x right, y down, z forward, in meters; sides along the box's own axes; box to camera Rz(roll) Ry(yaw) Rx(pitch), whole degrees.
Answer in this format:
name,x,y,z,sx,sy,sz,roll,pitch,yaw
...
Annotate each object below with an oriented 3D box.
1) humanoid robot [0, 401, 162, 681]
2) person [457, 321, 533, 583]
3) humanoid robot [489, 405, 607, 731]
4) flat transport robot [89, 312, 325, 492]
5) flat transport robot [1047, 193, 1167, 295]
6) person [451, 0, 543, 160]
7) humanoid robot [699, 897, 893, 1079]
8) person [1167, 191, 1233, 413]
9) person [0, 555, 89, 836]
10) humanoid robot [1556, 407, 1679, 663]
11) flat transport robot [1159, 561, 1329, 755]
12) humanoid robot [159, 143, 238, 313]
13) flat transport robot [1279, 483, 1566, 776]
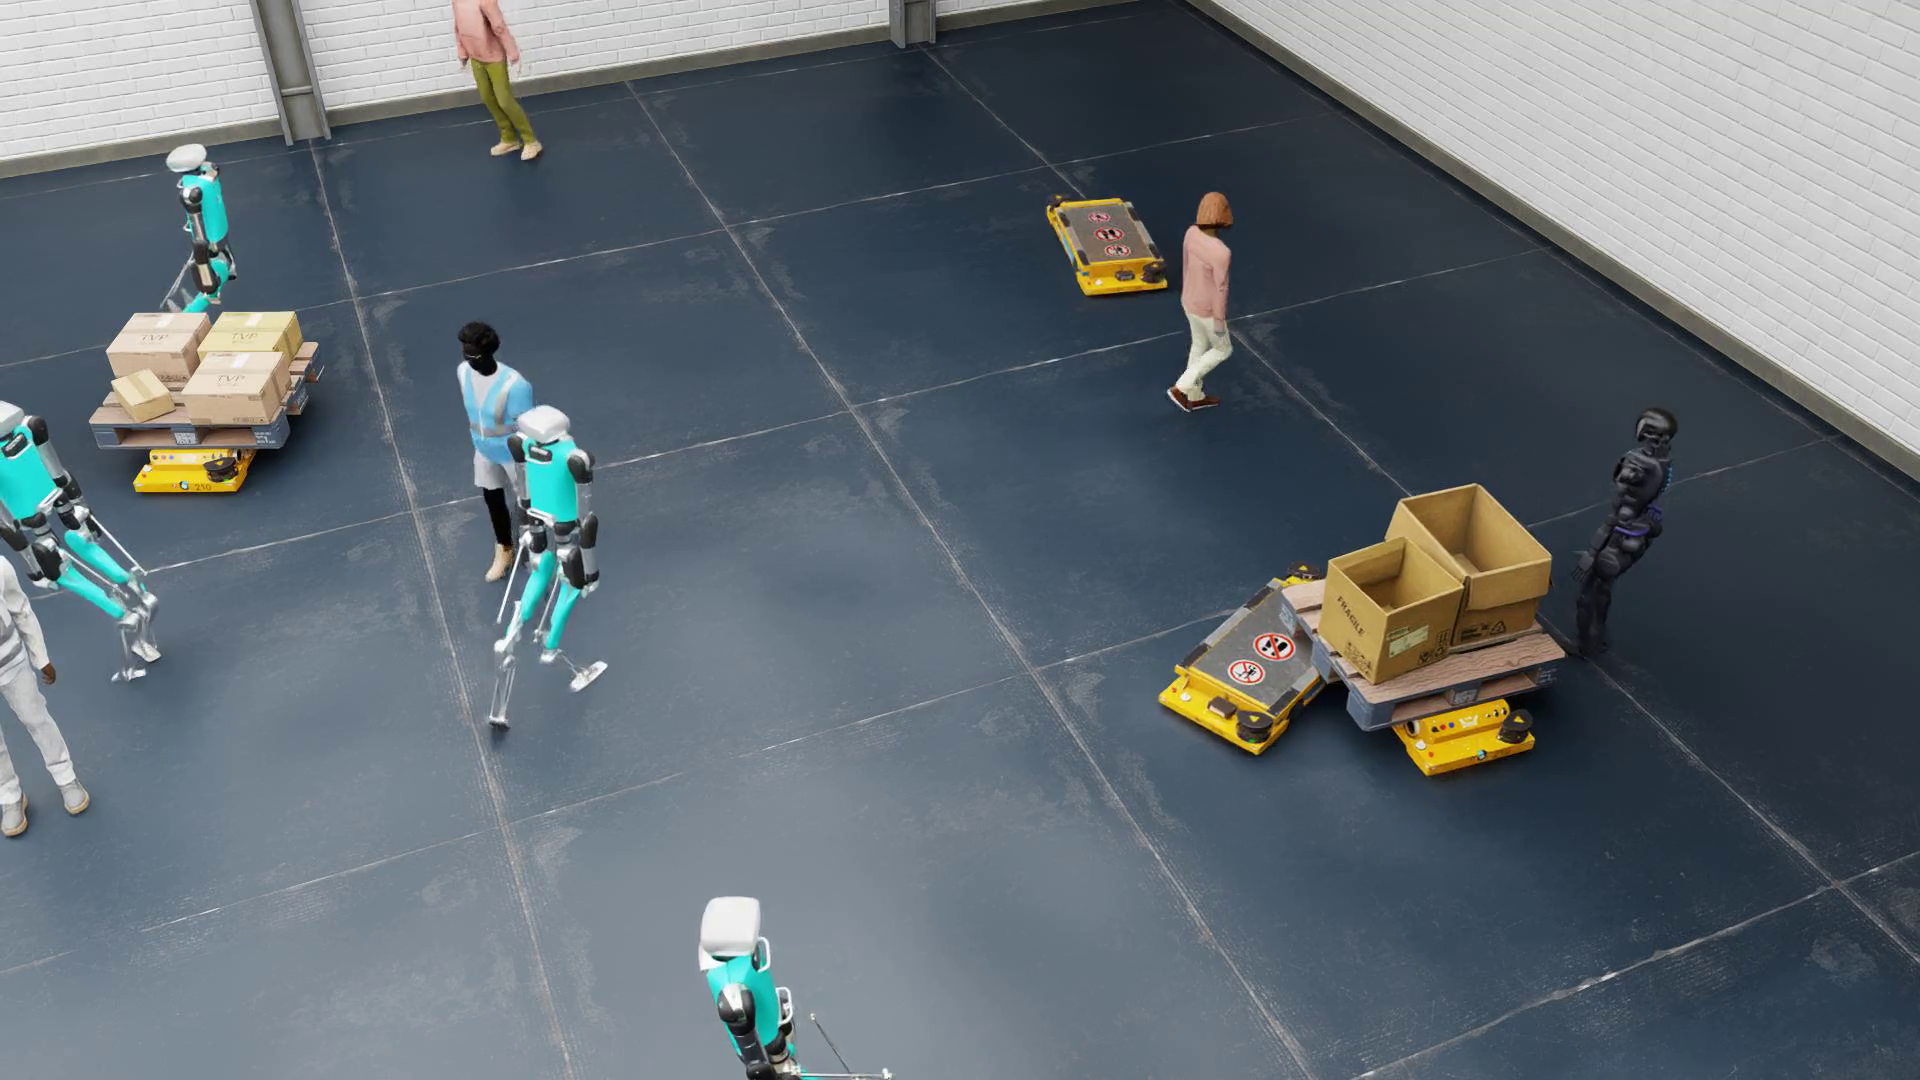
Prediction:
name,x,y,z,sx,sy,sz,roll,pitch,yaw
humanoid robot,-4.721,0.057,8.980,0.709,1.761,0.541,9,38,11
person,-2.672,-0.589,9.882,0.535,1.672,0.708,16,40,20
humanoid robot,-2.294,0.257,8.776,0.564,1.796,0.960,20,42,24
flat transport robot,-5.036,-0.806,11.322,0.659,0.231,1.431,0,38,0
flat transport robot,1.169,-2.405,13.404,0.659,0.231,1.431,-6,38,-8
person,-4.106,-4.198,14.483,0.585,1.795,0.410,23,43,27
humanoid robot,-0.565,2.009,6.476,1.028,1.737,0.538,-6,38,-8
person,1.648,-1.571,11.206,0.398,1.609,0.526,-13,40,-17
person,-4.746,0.642,8.115,0.573,1.881,0.356,-18,41,-22
humanoid robot,3.621,-0.008,9.128,0.326,1.654,0.598,31,47,33
flat transport robot,1.808,0.641,9.439,0.659,0.231,1.431,27,45,31
humanoid robot,-5.301,-1.859,11.491,0.679,1.785,0.542,-3,38,-3
flat transport robot,2.551,0.714,9.345,0.659,0.231,1.431,-12,39,-15
